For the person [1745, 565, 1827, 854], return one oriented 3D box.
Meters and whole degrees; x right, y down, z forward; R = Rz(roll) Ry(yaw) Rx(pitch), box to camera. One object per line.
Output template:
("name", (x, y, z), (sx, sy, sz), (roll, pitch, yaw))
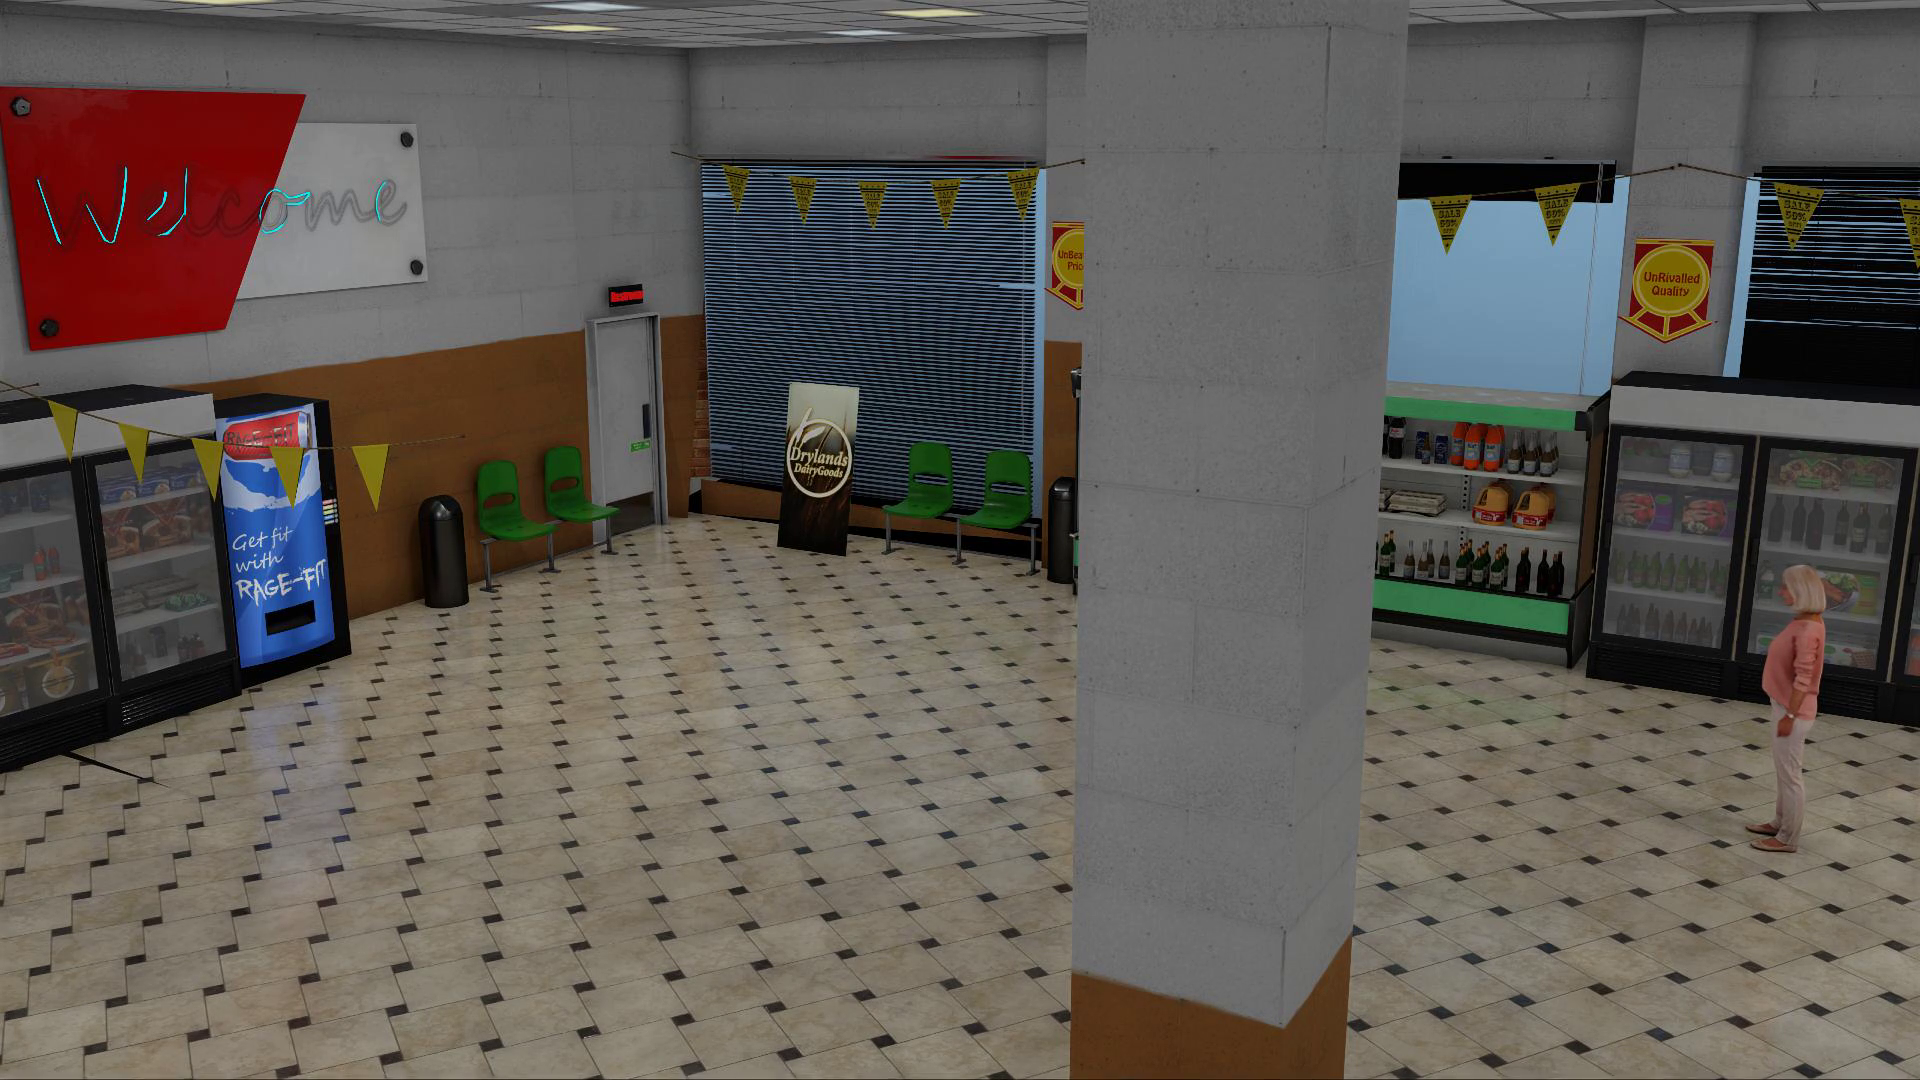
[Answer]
("person", (4.870, 0.975, 9.725), (0.562, 1.724, 0.631), (5, 15, 21))
